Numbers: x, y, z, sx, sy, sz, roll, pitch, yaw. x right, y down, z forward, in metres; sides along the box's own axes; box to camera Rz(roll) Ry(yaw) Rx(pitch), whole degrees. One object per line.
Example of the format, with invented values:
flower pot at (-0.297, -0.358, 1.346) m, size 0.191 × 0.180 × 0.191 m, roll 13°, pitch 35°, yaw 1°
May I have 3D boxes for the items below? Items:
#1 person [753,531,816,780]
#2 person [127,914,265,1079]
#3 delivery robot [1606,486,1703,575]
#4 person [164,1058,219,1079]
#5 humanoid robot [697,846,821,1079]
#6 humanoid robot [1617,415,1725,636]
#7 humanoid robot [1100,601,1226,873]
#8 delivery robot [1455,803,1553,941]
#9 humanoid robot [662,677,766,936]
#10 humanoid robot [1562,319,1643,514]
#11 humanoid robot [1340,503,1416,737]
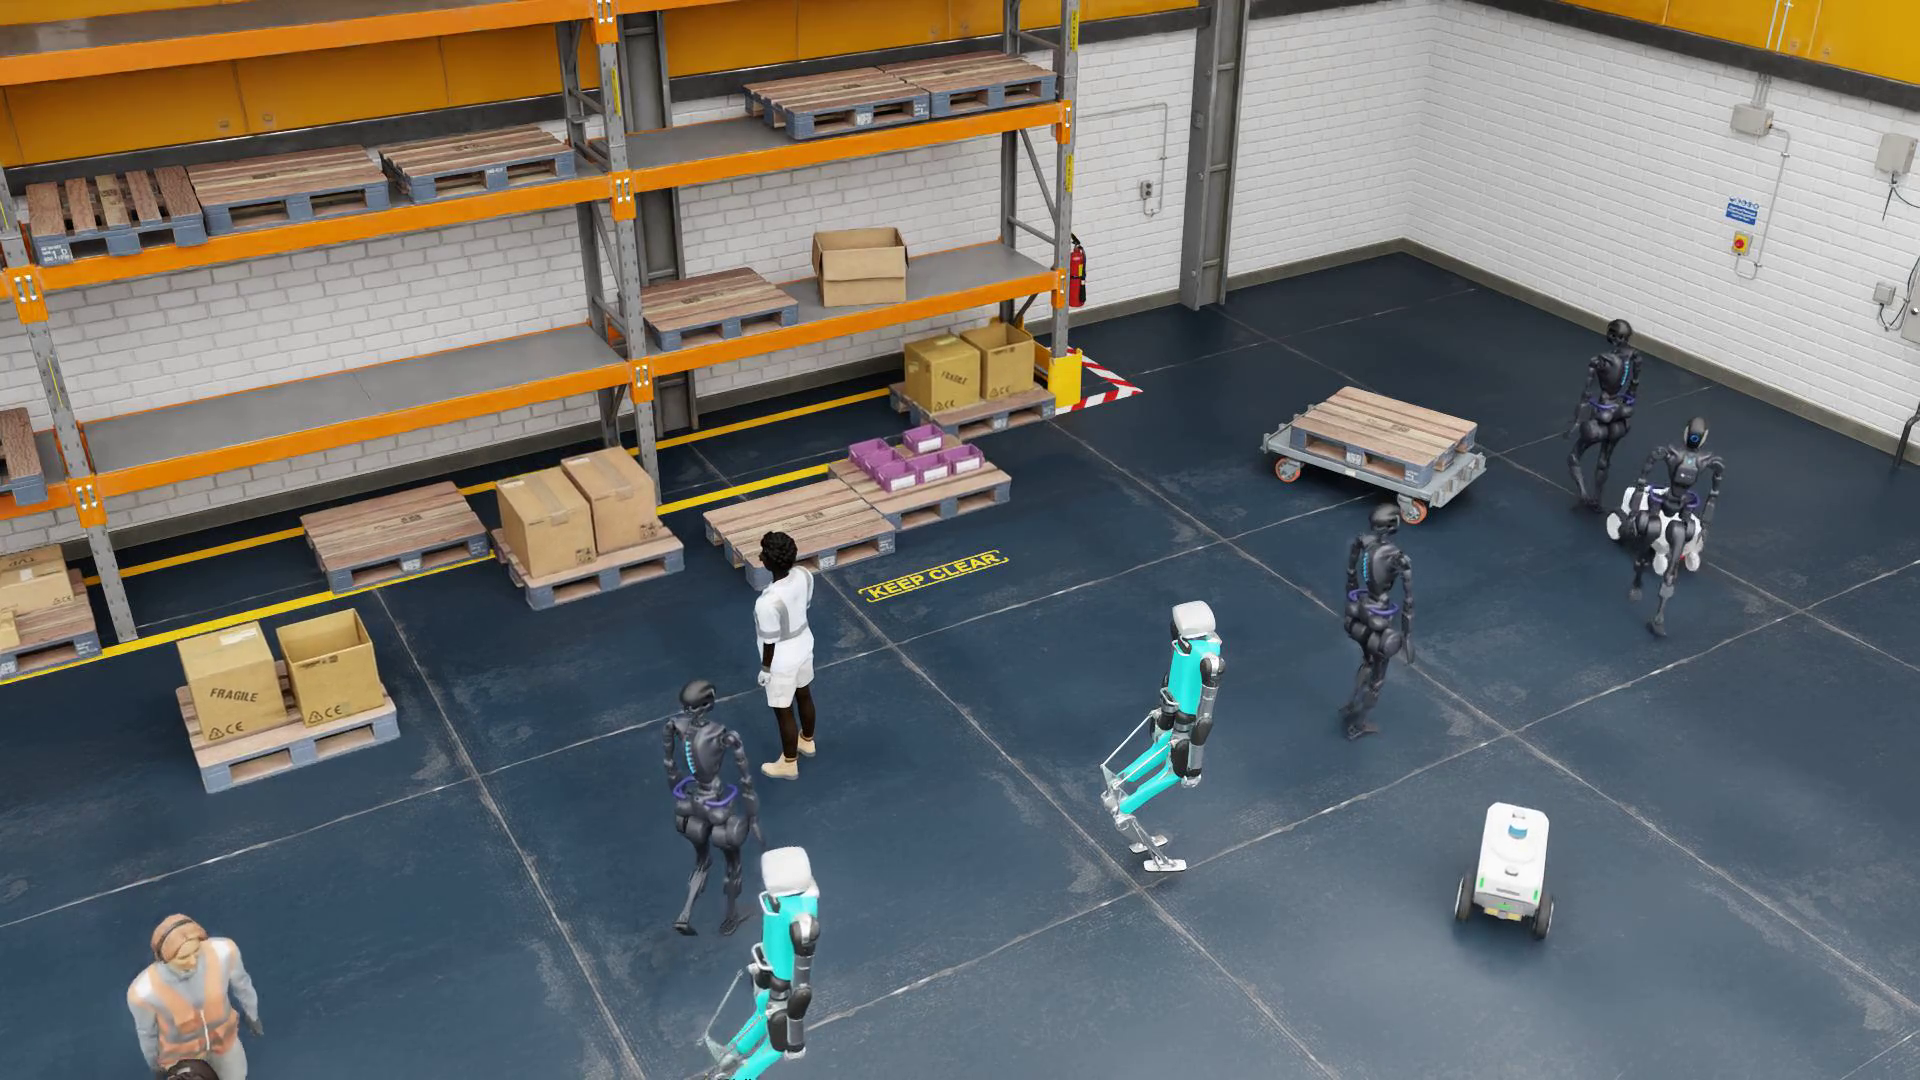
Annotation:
person at (-1.083, 0.704, 10.275) m, size 0.317 × 1.696 × 0.537 m, roll 12°, pitch 32°, yaw 21°
person at (-3.501, 2.257, 7.624) m, size 0.650 × 1.607 × 0.519 m, roll 24°, pitch 37°, yaw 35°
delivery robot at (5.435, -0.125, 12.909) m, size 0.499 × 0.598 × 0.791 m, roll -5°, pitch 30°, yaw -9°
person at (-2.795, 2.751, 6.467) m, size 0.530 × 1.880 × 0.410 m, roll -14°, pitch 32°, yaw -23°
humanoid robot at (-1.061, 2.226, 7.601) m, size 0.893 × 1.822 × 0.550 m, roll -11°, pitch 31°, yaw -18°
humanoid robot at (5.053, -0.159, 11.873) m, size 0.613 × 1.617 × 0.812 m, roll 8°, pitch 31°, yaw 14°
humanoid robot at (1.062, 1.138, 9.332) m, size 0.735 × 1.677 × 0.533 m, roll -8°, pitch 30°, yaw -14°
delivery robot at (3.120, 1.829, 9.414) m, size 0.499 × 0.563 × 0.738 m, roll 10°, pitch 31°, yaw 18°
humanoid robot at (-1.358, 1.487, 8.911) m, size 0.586 × 1.636 × 0.492 m, roll 12°, pitch 32°, yaw 20°
humanoid robot at (5.147, -0.989, 13.289) m, size 0.600 × 1.645 × 0.335 m, roll -11°, pitch 31°, yaw -19°
humanoid robot at (2.683, 0.508, 10.638) m, size 0.375 × 1.644 × 0.602 m, roll -16°, pitch 33°, yaw -26°
